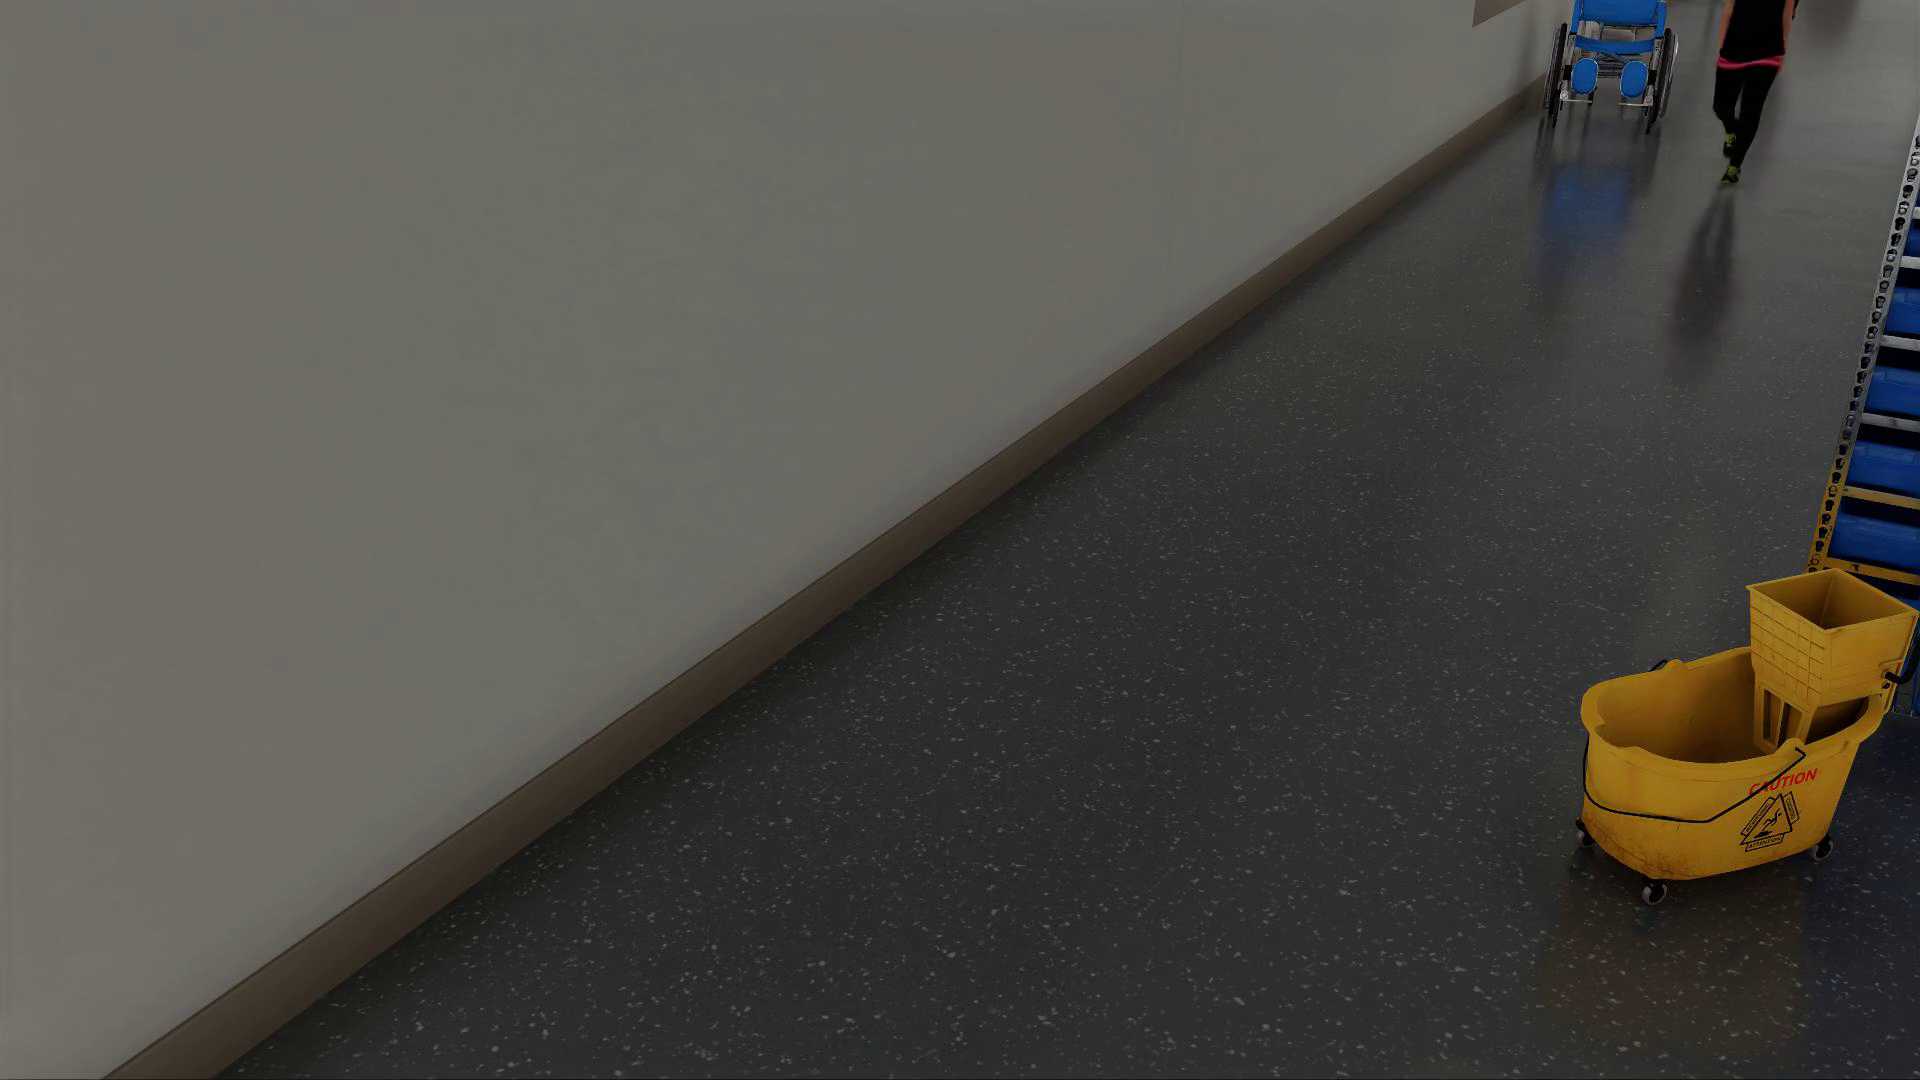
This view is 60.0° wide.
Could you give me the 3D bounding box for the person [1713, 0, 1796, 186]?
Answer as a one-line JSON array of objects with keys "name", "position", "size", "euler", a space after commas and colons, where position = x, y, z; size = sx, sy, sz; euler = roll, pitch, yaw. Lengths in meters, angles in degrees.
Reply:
[{"name": "person", "position": [4.771, -2.941, 9.994], "size": [0.816, 1.535, 0.642], "euler": [17, 30, 31]}]
